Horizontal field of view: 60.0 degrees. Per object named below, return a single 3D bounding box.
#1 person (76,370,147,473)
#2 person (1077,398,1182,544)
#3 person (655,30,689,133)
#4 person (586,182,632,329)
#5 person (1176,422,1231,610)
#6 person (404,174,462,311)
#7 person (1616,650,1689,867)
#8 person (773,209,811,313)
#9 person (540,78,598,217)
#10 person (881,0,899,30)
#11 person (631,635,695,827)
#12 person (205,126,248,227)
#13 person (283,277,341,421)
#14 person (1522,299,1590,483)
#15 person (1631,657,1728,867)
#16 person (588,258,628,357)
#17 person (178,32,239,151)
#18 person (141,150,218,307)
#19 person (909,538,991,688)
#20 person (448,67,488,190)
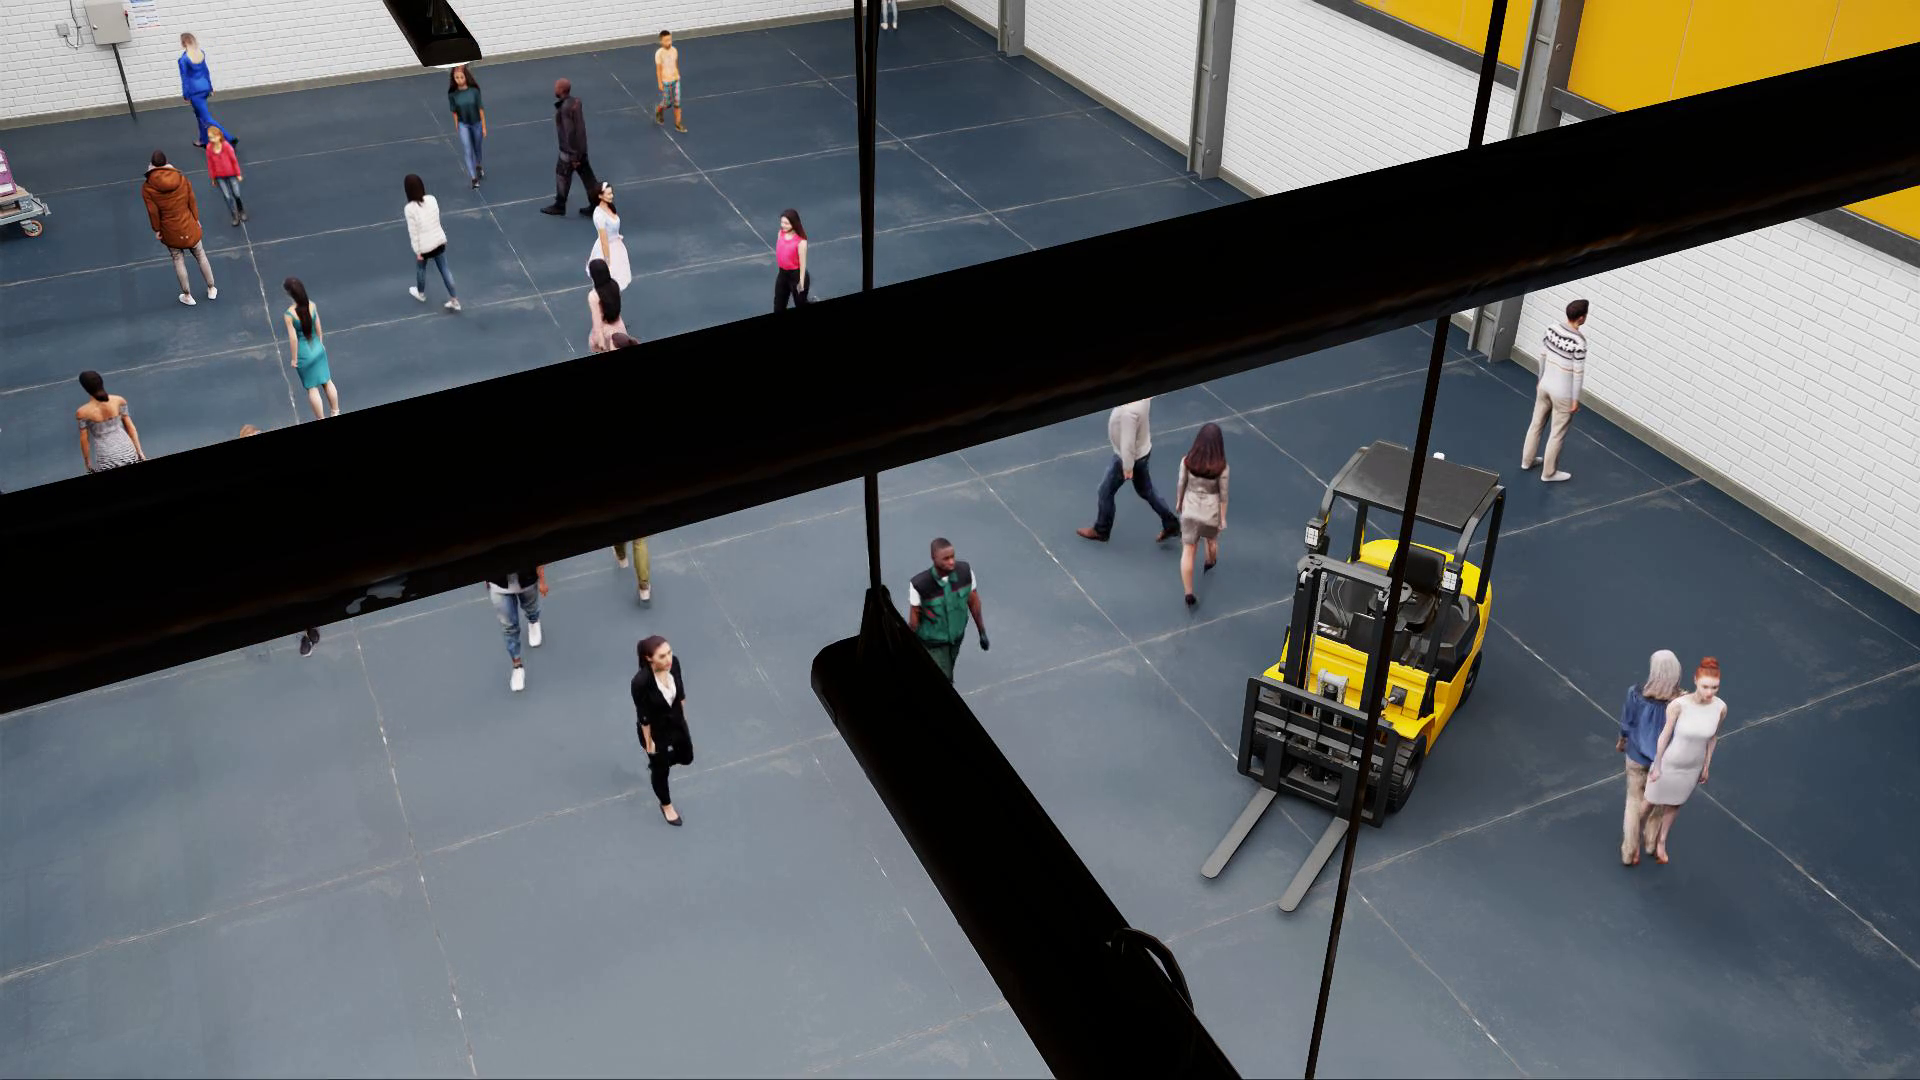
[{"bbox_3d":[-7.442,-0.635,14.803,1.209,1.764,0.886,28,43,35],"label":"person"},{"bbox_3d":[1.615,-0.744,14.870,1.304,1.871,1.217,13,36,19],"label":"person"},{"bbox_3d":[-4.255,-6.683,24.190,0.677,1.445,0.900,-28,42,-35],"label":"person"},{"bbox_3d":[-3.900,-3.117,18.494,0.909,1.811,0.832,4,34,5],"label":"person"},{"bbox_3d":[2.028,-0.156,14.128,1.007,1.712,1.081,10,35,15],"label":"person"},{"bbox_3d":[-6.038,-3.381,19.084,1.139,1.599,0.895,26,42,33],"label":"person"},{"bbox_3d":[4.822,1.569,11.580,0.791,1.661,0.853,20,39,27],"label":"person"},{"bbox_3d":[-1.790,-2.878,18.287,0.900,1.643,0.868,26,41,33],"label":"person"},{"bbox_3d":[-4.862,-5.026,21.373,1.079,1.803,1.110,2,34,2],"label":"person"},{"bbox_3d":[-1.216,-9.430,28.448,0.569,1.306,0.571,-8,34,-11],"label":"person"},{"bbox_3d":[-2.200,1.326,11.958,0.838,1.648,0.748,25,41,32],"label":"person"},{"bbox_3d":[-9.392,-4.684,21.306,0.575,1.308,0.595,-7,34,-11],"label":"person"},{"bbox_3d":[-6.537,-1.867,16.722,0.647,1.692,0.622,18,38,25],"label":"person"},{"bbox_3d":[5.727,-1.449,15.940,0.735,1.862,0.489,-15,36,-21],"label":"person"},{"bbox_3d":[4.964,1.547,11.495,0.635,1.791,0.625,1,34,1],"label":"person"},{"bbox_3d":[-3.507,-2.058,17.020,1.249,1.679,1.037,19,38,26],"label":"person"},{"bbox_3d":[-10.582,-6.235,23.313,1.139,1.670,1.103,9,35,14],"label":"person"},{"bbox_3d":[-9.026,-3.612,19.215,0.753,1.838,0.742,-22,39,-29],"label":"person"},{"bbox_3d":[-0.175,0.708,12.764,0.813,1.784,1.201,-21,39,-28],"label":"person"},{"bbox_3d":[-6.598,-5.594,22.440,0.667,1.569,1.114,-10,35,-15],"label":"person"}]
